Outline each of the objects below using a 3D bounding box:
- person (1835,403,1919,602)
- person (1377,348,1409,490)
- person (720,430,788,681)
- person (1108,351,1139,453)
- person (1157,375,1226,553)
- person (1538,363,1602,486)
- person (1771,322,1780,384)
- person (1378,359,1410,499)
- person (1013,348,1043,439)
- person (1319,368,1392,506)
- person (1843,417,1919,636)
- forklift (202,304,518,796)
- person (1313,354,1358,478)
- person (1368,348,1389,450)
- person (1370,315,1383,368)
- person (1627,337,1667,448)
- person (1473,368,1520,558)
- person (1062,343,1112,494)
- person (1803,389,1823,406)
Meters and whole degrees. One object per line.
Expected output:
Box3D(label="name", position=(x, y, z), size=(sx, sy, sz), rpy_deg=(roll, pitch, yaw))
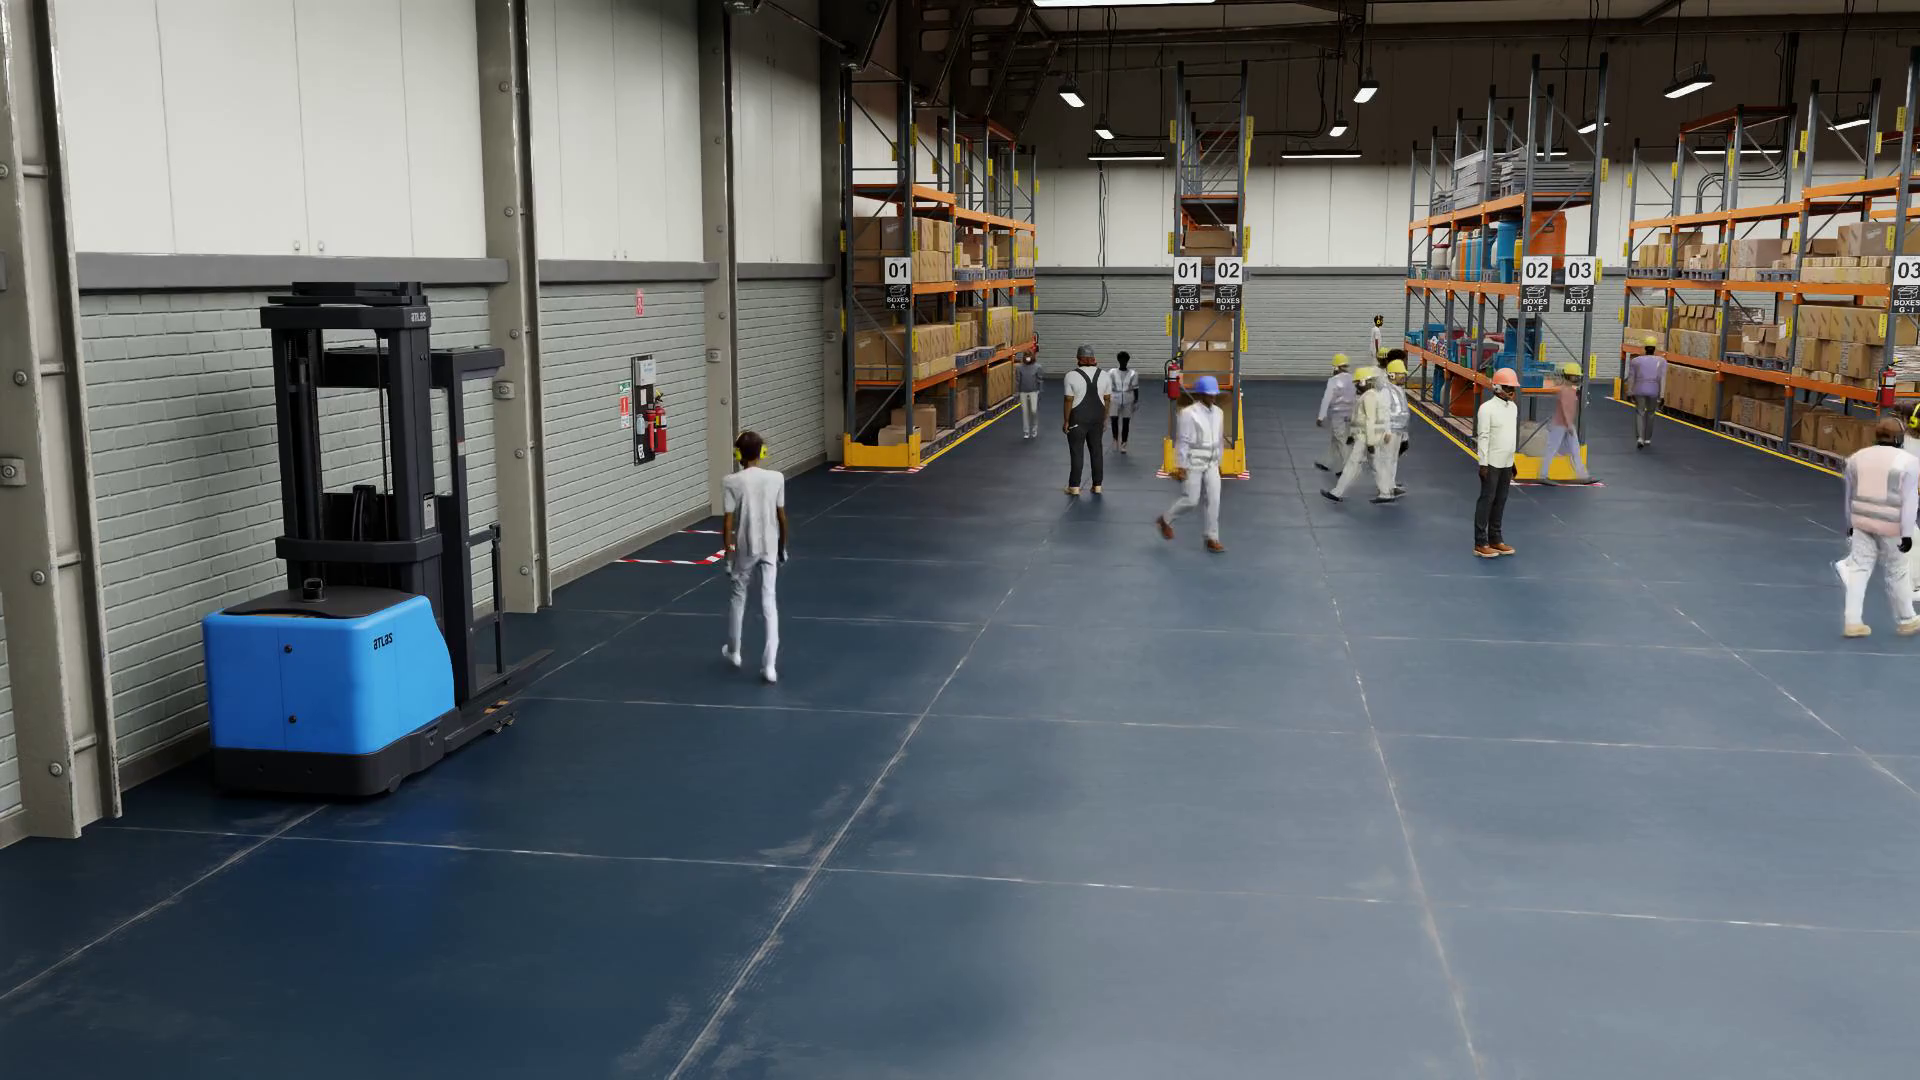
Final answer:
Box3D(label="person", position=(8.686, -0.383, 15.451), size=(0.525, 1.821, 0.958), rpy_deg=(-7, 12, -37))
Box3D(label="person", position=(5.951, -1.660, 22.865), size=(0.418, 1.952, 0.640), rpy_deg=(8, 12, 41))
Box3D(label="person", position=(-1.544, 0.092, 12.466), size=(0.541, 1.830, 0.919), rpy_deg=(-3, 10, -19))
Box3D(label="person", position=(2.679, -2.264, 27.404), size=(0.556, 1.679, 0.454), rpy_deg=(1, 9, 3))
Box3D(label="person", position=(2.540, -0.844, 17.982), size=(0.632, 1.917, 0.773), rpy_deg=(-7, 11, -35))
Box3D(label="person", position=(8.514, -1.592, 23.166), size=(0.885, 1.723, 0.536), rpy_deg=(7, 12, 37))
Box3D(label="person", position=(16.567, -3.487, 33.998), size=(0.621, 2.013, 0.767), rpy_deg=(2, 9, 12))
Box3D(label="person", position=(5.768, -1.479, 22.120), size=(0.404, 1.836, 0.590), rpy_deg=(6, 11, 32))
Box3D(label="person", position=(1.219, -2.631, 29.897), size=(0.506, 1.620, 0.430), rpy_deg=(2, 9, 11))
Box3D(label="person", position=(5.145, -1.323, 21.381), size=(0.924, 1.765, 0.576), rpy_deg=(3, 10, 20))
Box3D(label="person", position=(7.645, -0.106, 13.724), size=(0.788, 1.807, 0.653), rpy_deg=(-5, 10, -28))
Box3D(label="forklift", position=(-3.673, -0.038, 10.147), size=(1.129, 2.768, 1.873), rpy_deg=(1, 9, 9))
Box3D(label="person", position=(5.465, -1.822, 24.343), size=(0.615, 1.790, 0.890), rpy_deg=(-7, 12, -37))
Box3D(label="person", position=(6.925, -2.276, 27.333), size=(0.529, 1.737, 0.767), rpy_deg=(2, 9, 14))
Box3D(label="person", position=(10.717, -4.851, 42.845), size=(0.320, 1.862, 0.510), rpy_deg=(1, 9, 6))
Box3D(label="person", position=(11.781, -2.544, 28.543), size=(0.600, 1.888, 0.964), rpy_deg=(4, 10, 22))
Box3D(label="person", position=(5.699, -0.823, 17.586), size=(0.624, 1.990, 0.396), rpy_deg=(-8, 12, -39))
Box3D(label="person", position=(1.675, -1.630, 22.552), size=(0.686, 2.000, 0.538), rpy_deg=(-3, 10, -21))
Box3D(label="person", position=(18.295, -3.685, 35.534), size=(0.555, 1.910, 0.899), rpy_deg=(2, 10, 14))
